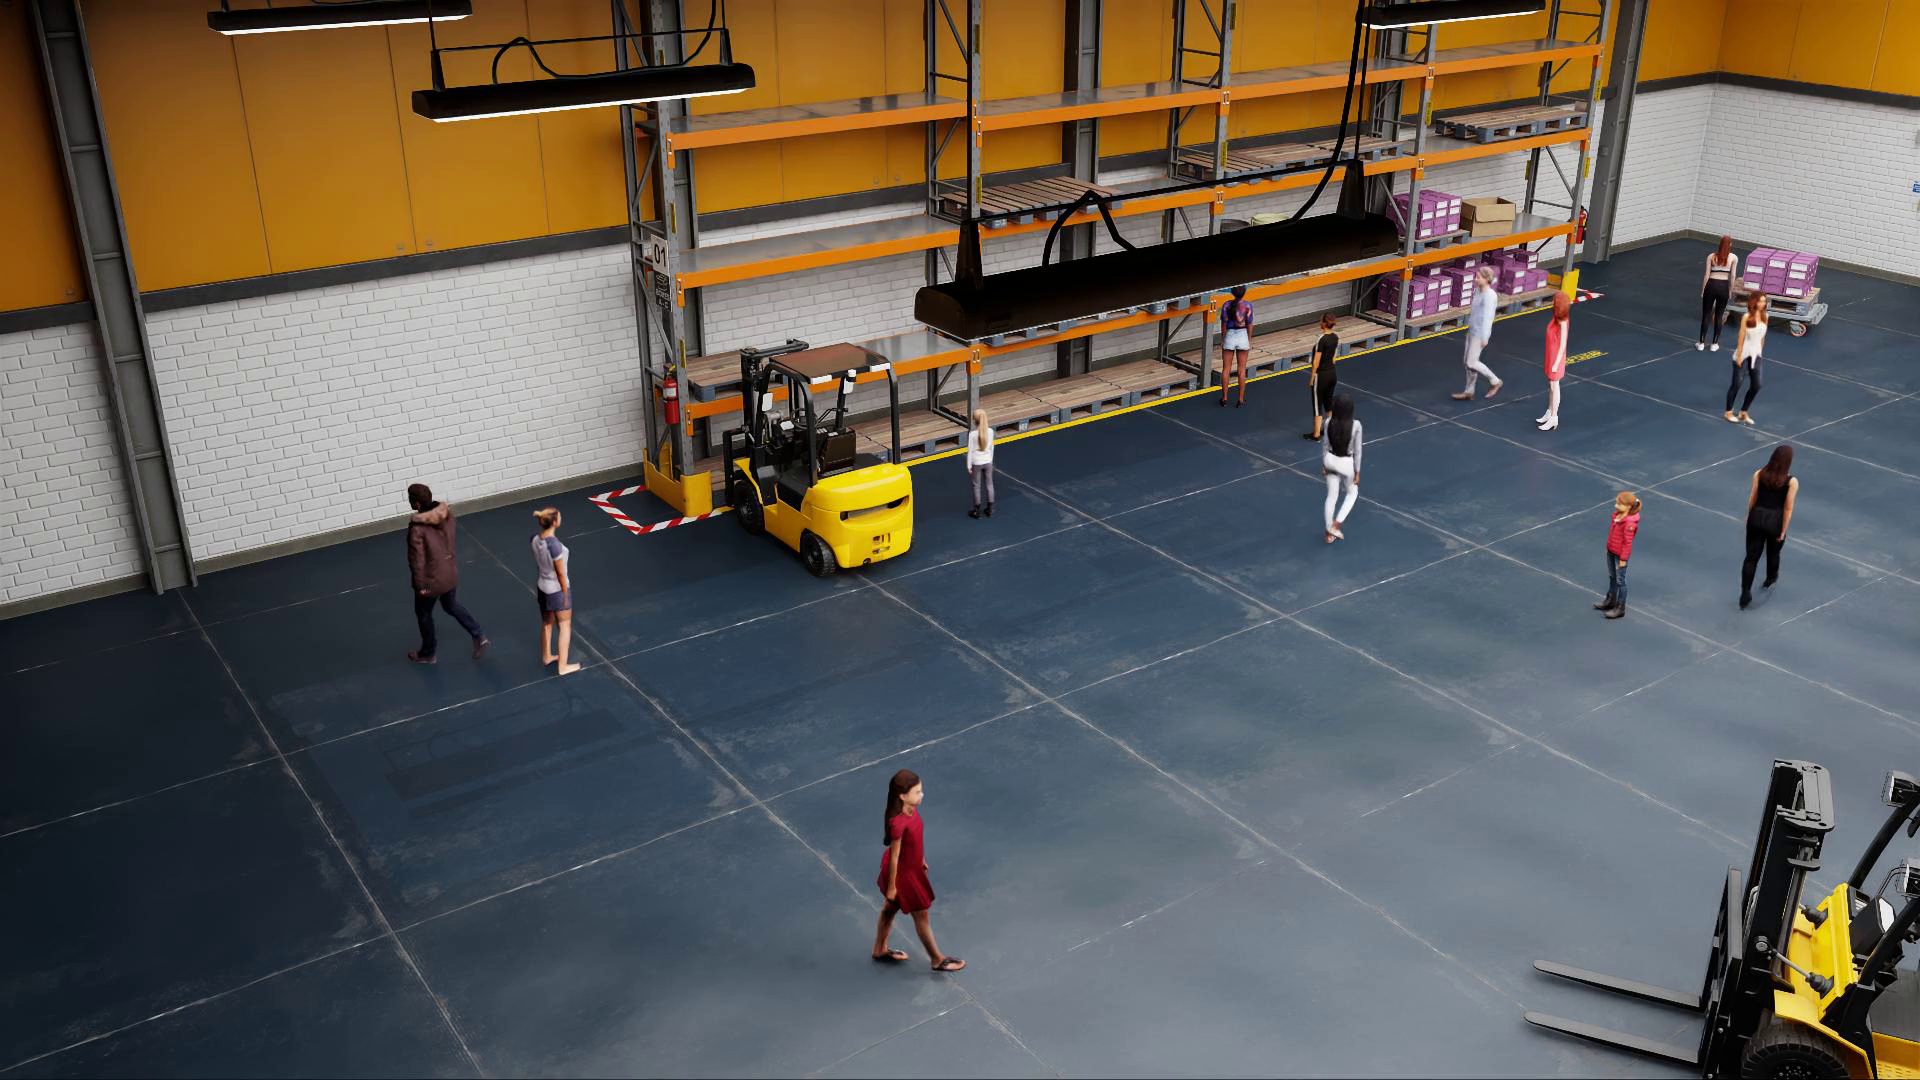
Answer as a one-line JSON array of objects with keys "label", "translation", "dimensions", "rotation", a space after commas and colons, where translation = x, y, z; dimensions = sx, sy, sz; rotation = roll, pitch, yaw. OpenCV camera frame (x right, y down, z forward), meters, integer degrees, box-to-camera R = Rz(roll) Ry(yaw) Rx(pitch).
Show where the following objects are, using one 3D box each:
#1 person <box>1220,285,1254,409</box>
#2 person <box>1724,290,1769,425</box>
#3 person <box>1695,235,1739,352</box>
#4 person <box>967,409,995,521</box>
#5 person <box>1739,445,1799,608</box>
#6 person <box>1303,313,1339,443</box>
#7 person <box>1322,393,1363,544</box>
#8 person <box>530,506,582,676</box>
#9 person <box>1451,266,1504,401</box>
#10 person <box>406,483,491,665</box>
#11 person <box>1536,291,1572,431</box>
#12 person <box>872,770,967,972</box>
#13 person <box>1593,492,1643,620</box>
[{"label": "person", "translation": [3.699, -2.636, 22.313], "dimensions": [0.663, 1.737, 0.711], "rotation": [5, 24, 12]}, {"label": "person", "translation": [10.236, -2.409, 21.751], "dimensions": [0.708, 1.773, 0.782], "rotation": [-6, 24, -14]}, {"label": "person", "translation": [11.228, -3.670, 24.677], "dimensions": [0.670, 1.740, 0.700], "rotation": [8, 25, 18]}, {"label": "person", "translation": [0.245, -0.861, 18.833], "dimensions": [0.470, 1.273, 0.578], "rotation": [-9, 25, -21]}, {"label": "person", "translation": [8.036, -0.111, 16.645], "dimensions": [0.815, 1.650, 1.128], "rotation": [16, 28, 32]}, {"label": "person", "translation": [4.626, -2.076, 21.117], "dimensions": [0.491, 1.669, 0.661], "rotation": [-21, 31, -39]}, {"label": "person", "translation": [4.091, -0.741, 18.010], "dimensions": [0.727, 1.711, 0.774], "rotation": [15, 28, 31]}, {"label": "person", "translation": [-3.767, 0.458, 15.384], "dimensions": [0.607, 1.619, 0.576], "rotation": [22, 32, 40]}, {"label": "person", "translation": [7.082, -2.761, 22.425], "dimensions": [1.018, 1.877, 0.924], "rotation": [0, 24, 0]}, {"label": "person", "translation": [-4.804, 0.328, 15.423], "dimensions": [1.129, 1.826, 1.139], "rotation": [9, 25, 20]}, {"label": "person", "translation": [7.701, -2.326, 21.495], "dimensions": [0.735, 1.825, 0.667], "rotation": [5, 24, 11]}, {"label": "person", "translation": [-0.464, 2.259, 11.377], "dimensions": [0.977, 1.527, 0.907], "rotation": [4, 24, 8]}, {"label": "person", "translation": [6.562, 0.128, 16.519], "dimensions": [0.602, 1.314, 0.579], "rotation": [-3, 24, -7]}]
